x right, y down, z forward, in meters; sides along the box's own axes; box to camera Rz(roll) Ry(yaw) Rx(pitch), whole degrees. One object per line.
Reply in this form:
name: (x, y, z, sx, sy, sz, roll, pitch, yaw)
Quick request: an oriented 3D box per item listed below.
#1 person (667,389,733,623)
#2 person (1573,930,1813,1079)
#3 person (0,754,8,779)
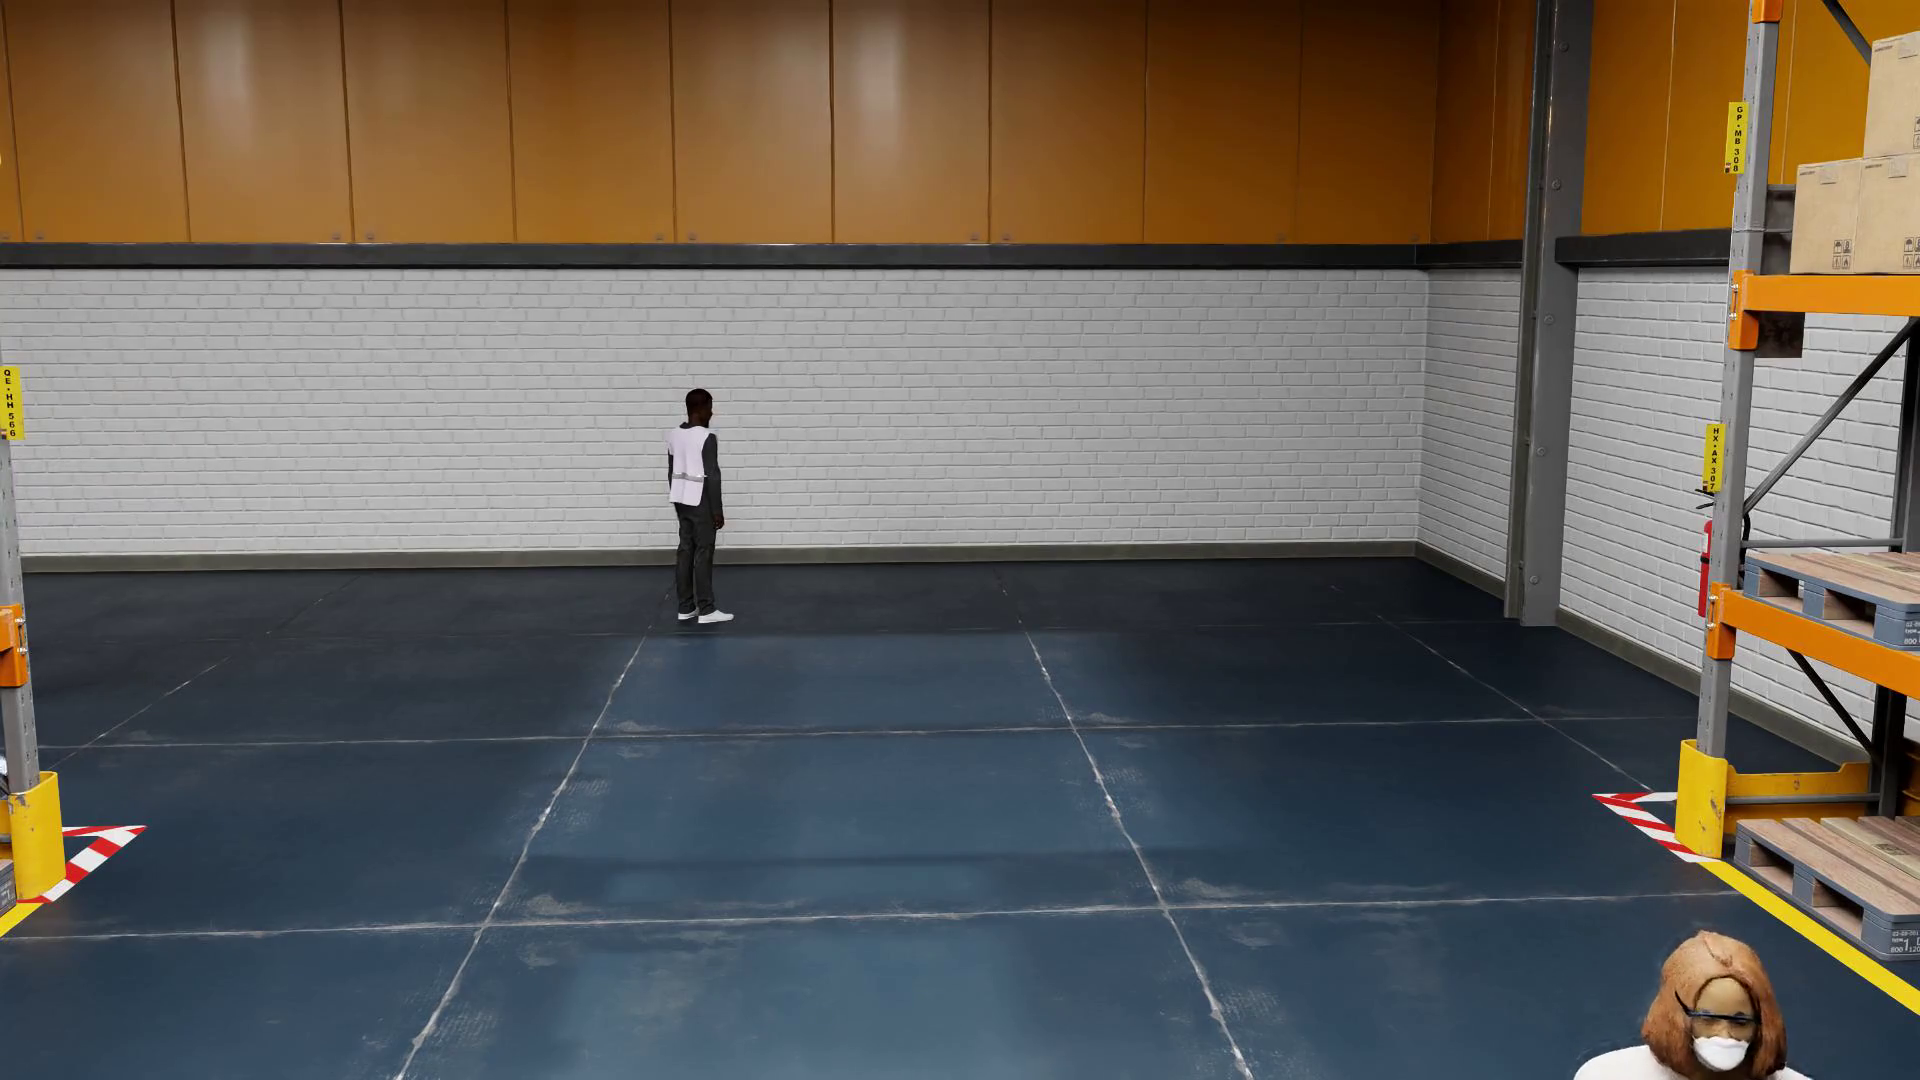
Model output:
person: (-2.158, -0.277, 13.599, 0.587, 1.914, 0.390, 8, 12, 42)
person: (1.446, 1.515, 3.326, 0.509, 1.609, 0.746, 3, 9, 17)
person: (-5.624, 0.490, 8.988, 1.001, 1.844, 0.659, 2, 9, 15)
